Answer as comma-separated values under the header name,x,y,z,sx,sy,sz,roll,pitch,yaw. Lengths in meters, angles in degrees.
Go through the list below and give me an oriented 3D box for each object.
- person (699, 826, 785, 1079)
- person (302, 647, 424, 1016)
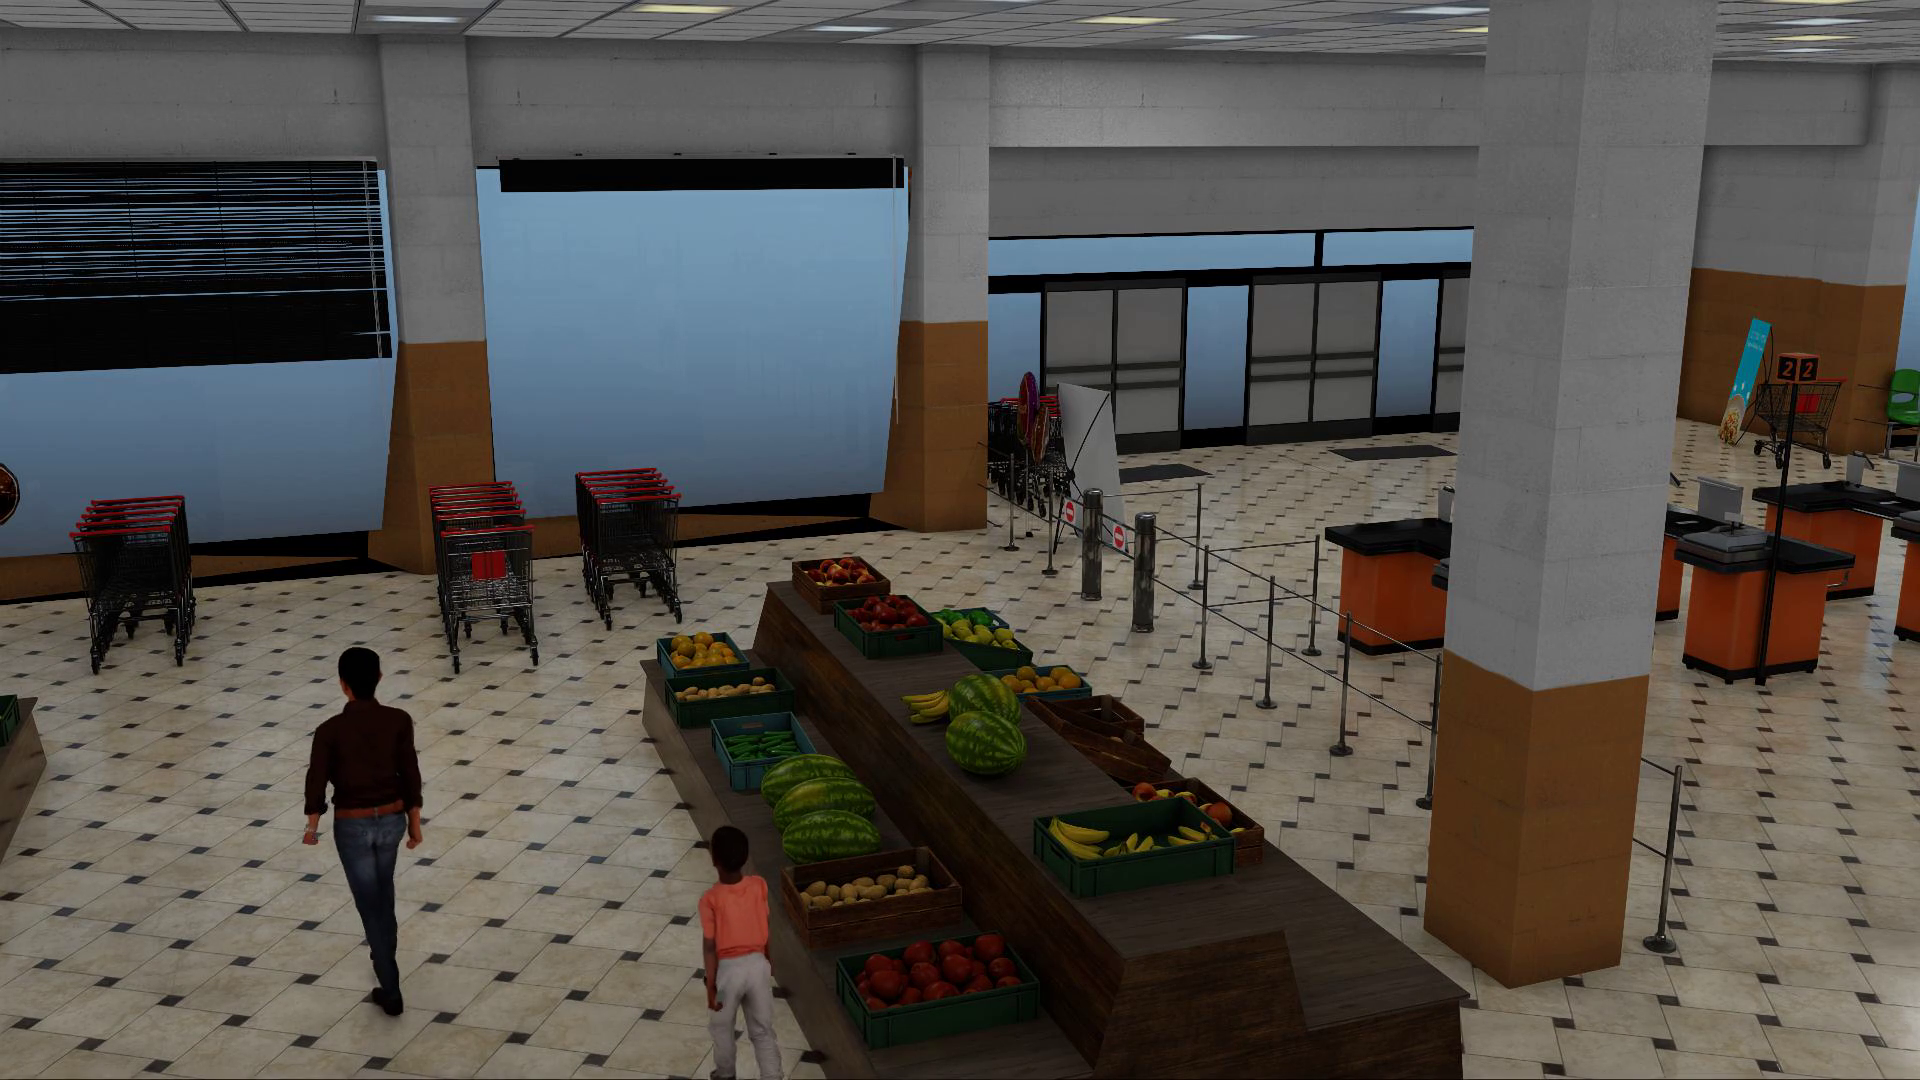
name,x,y,z,sx,sy,sz,roll,pitch,yaw
person,-0.903,1.851,7.026,0.517,1.290,0.872,-6,15,-24
person,-2.759,1.405,7.878,0.829,1.755,0.958,-12,18,-41
